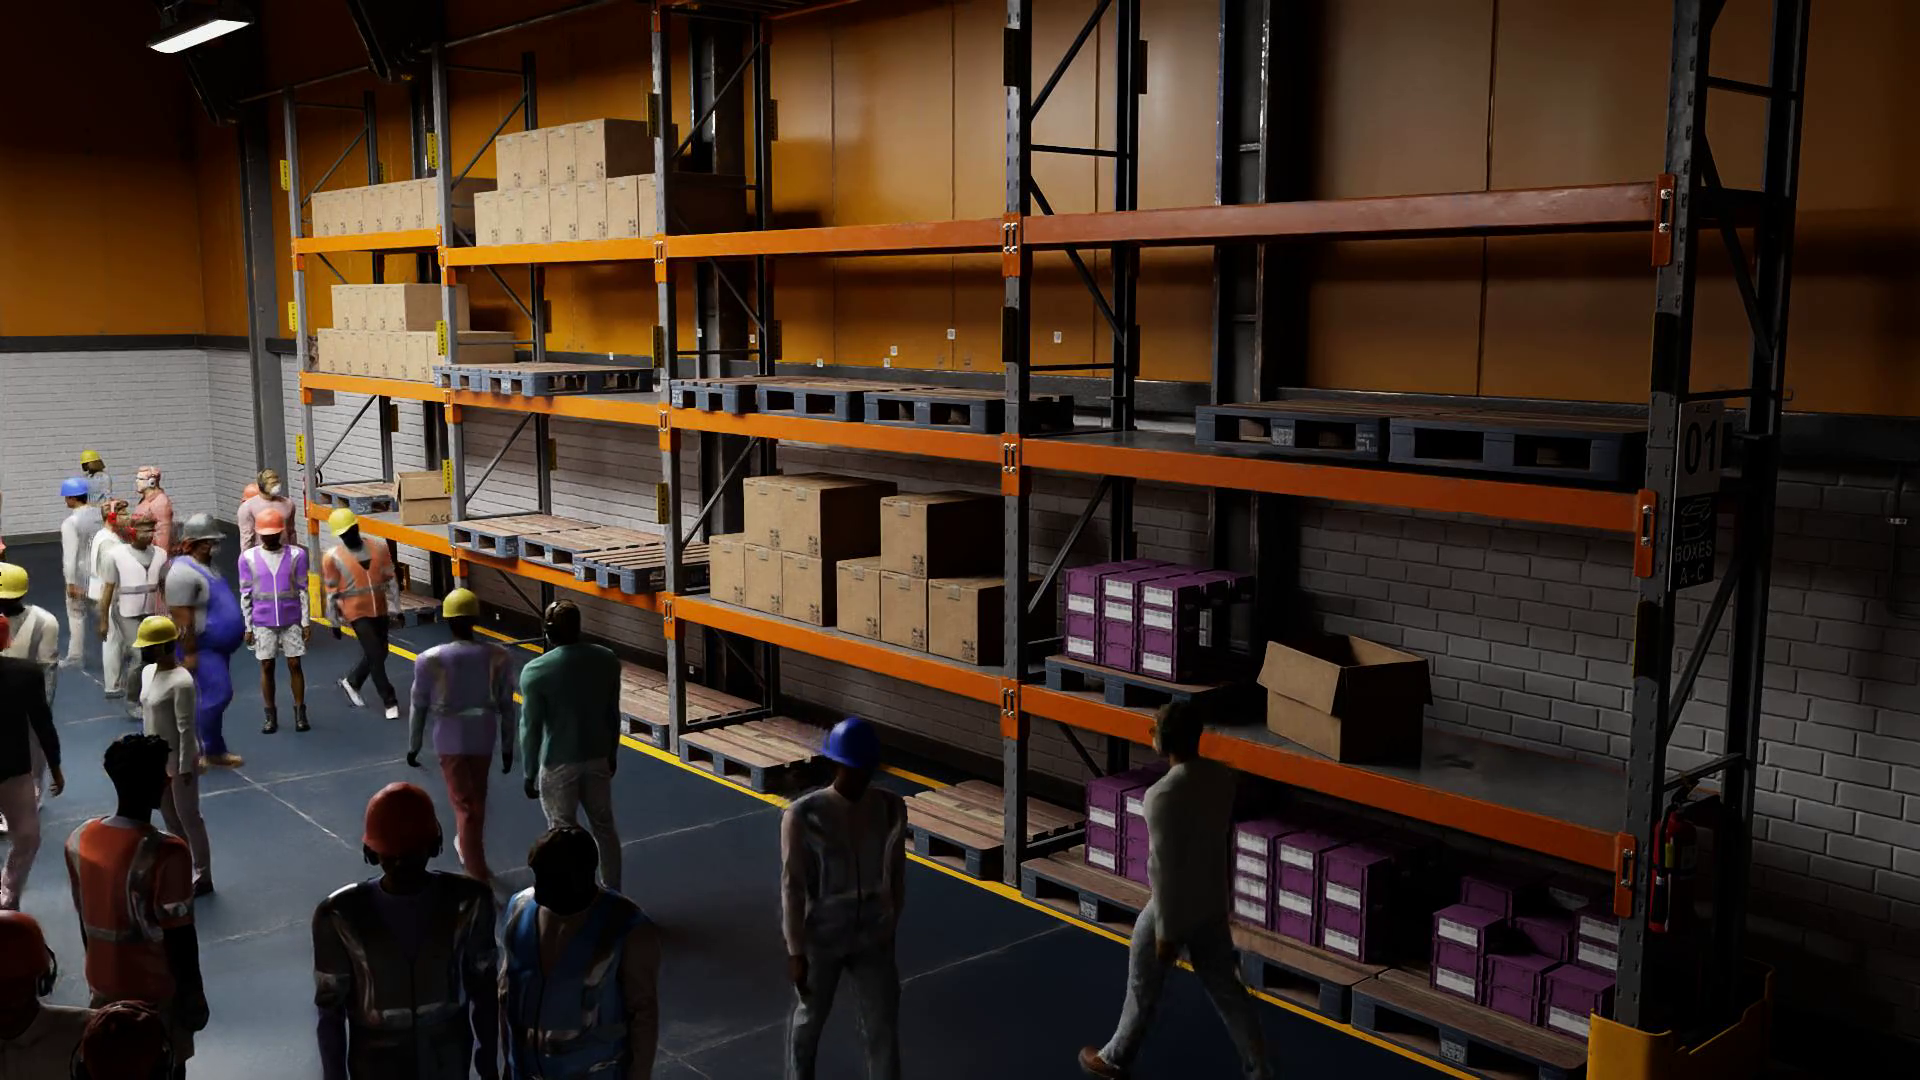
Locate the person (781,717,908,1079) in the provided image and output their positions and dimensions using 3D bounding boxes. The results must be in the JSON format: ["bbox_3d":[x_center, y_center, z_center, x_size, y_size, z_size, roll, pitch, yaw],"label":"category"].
[{"bbox_3d":[-0.506,1.680,7.190,0.608,1.902,1.012,-3,9,-23],"label":"person"}]

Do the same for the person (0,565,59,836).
[{"bbox_3d":[-6.499,1.081,11.453,0.590,1.857,0.910,-2,8,-14],"label":"person"}]

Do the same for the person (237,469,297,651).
[{"bbox_3d":[-7.072,0.232,17.088,0.362,1.938,0.635,5,10,33],"label":"person"}]

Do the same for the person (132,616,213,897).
[{"bbox_3d":[-4.828,1.322,10.144,0.518,1.757,0.335,7,11,39],"label":"person"}]

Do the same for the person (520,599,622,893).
[{"bbox_3d":[-2.268,1.300,9.742,0.643,1.927,0.390,-7,11,-41],"label":"person"}]

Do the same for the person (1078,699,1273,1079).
[{"bbox_3d":[1.022,1.645,7.492,1.051,1.881,0.642,8,11,42],"label":"person"}]

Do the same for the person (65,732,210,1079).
[{"bbox_3d":[-3.245,1.730,6.614,0.606,1.958,0.370,4,9,24],"label":"person"}]

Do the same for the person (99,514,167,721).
[{"bbox_3d":[-7.113,0.676,14.388,0.476,1.818,0.620,3,9,21],"label":"person"}]

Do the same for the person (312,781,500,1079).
[{"bbox_3d":[-1.871,1.817,5.709,0.609,2.044,0.397,-4,9,-24],"label":"person"}]

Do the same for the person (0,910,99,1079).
[{"bbox_3d":[-2.630,1.991,4.710,0.616,1.986,0.407,-4,9,-24],"label":"person"}]

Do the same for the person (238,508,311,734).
[{"bbox_3d":[-5.765,0.680,14.034,0.546,1.926,0.391,-3,9,-23],"label":"person"}]

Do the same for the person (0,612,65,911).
[{"bbox_3d":[-5.466,1.332,9.385,0.744,1.951,0.539,-6,10,-38],"label":"person"}]

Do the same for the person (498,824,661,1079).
[{"bbox_3d":[-1.371,1.896,5.881,0.619,1.839,0.430,3,9,19],"label":"person"}]

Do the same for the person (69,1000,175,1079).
[{"bbox_3d":[-2.118,2.108,4.290,0.577,1.877,0.342,-4,9,-25],"label":"person"}]

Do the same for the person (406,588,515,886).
[{"bbox_3d":[-3.098,1.234,10.317,0.607,1.874,0.974,-5,10,-33],"label":"person"}]

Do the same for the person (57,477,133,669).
[{"bbox_3d":[-8.607,0.325,16.459,0.725,1.929,0.644,2,8,13],"label":"person"}]

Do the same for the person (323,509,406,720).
[{"bbox_3d":[-5.254,0.629,14.613,0.804,1.854,0.604,7,11,39],"label":"person"}]

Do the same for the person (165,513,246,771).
[{"bbox_3d":[-5.801,0.790,12.857,0.536,2.000,0.702,-1,8,-7],"label":"person"}]

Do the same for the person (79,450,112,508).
[{"bbox_3d":[-11.212,-0.312,21.597,0.490,1.730,0.324,3,9,20],"label":"person"}]

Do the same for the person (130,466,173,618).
[{"bbox_3d":[-8.569,0.166,17.642,0.410,1.913,0.643,-7,11,-40],"label":"person"}]

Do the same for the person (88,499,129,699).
[{"bbox_3d":[-7.797,0.540,15.303,0.392,1.836,0.560,-4,9,-23],"label":"person"}]
